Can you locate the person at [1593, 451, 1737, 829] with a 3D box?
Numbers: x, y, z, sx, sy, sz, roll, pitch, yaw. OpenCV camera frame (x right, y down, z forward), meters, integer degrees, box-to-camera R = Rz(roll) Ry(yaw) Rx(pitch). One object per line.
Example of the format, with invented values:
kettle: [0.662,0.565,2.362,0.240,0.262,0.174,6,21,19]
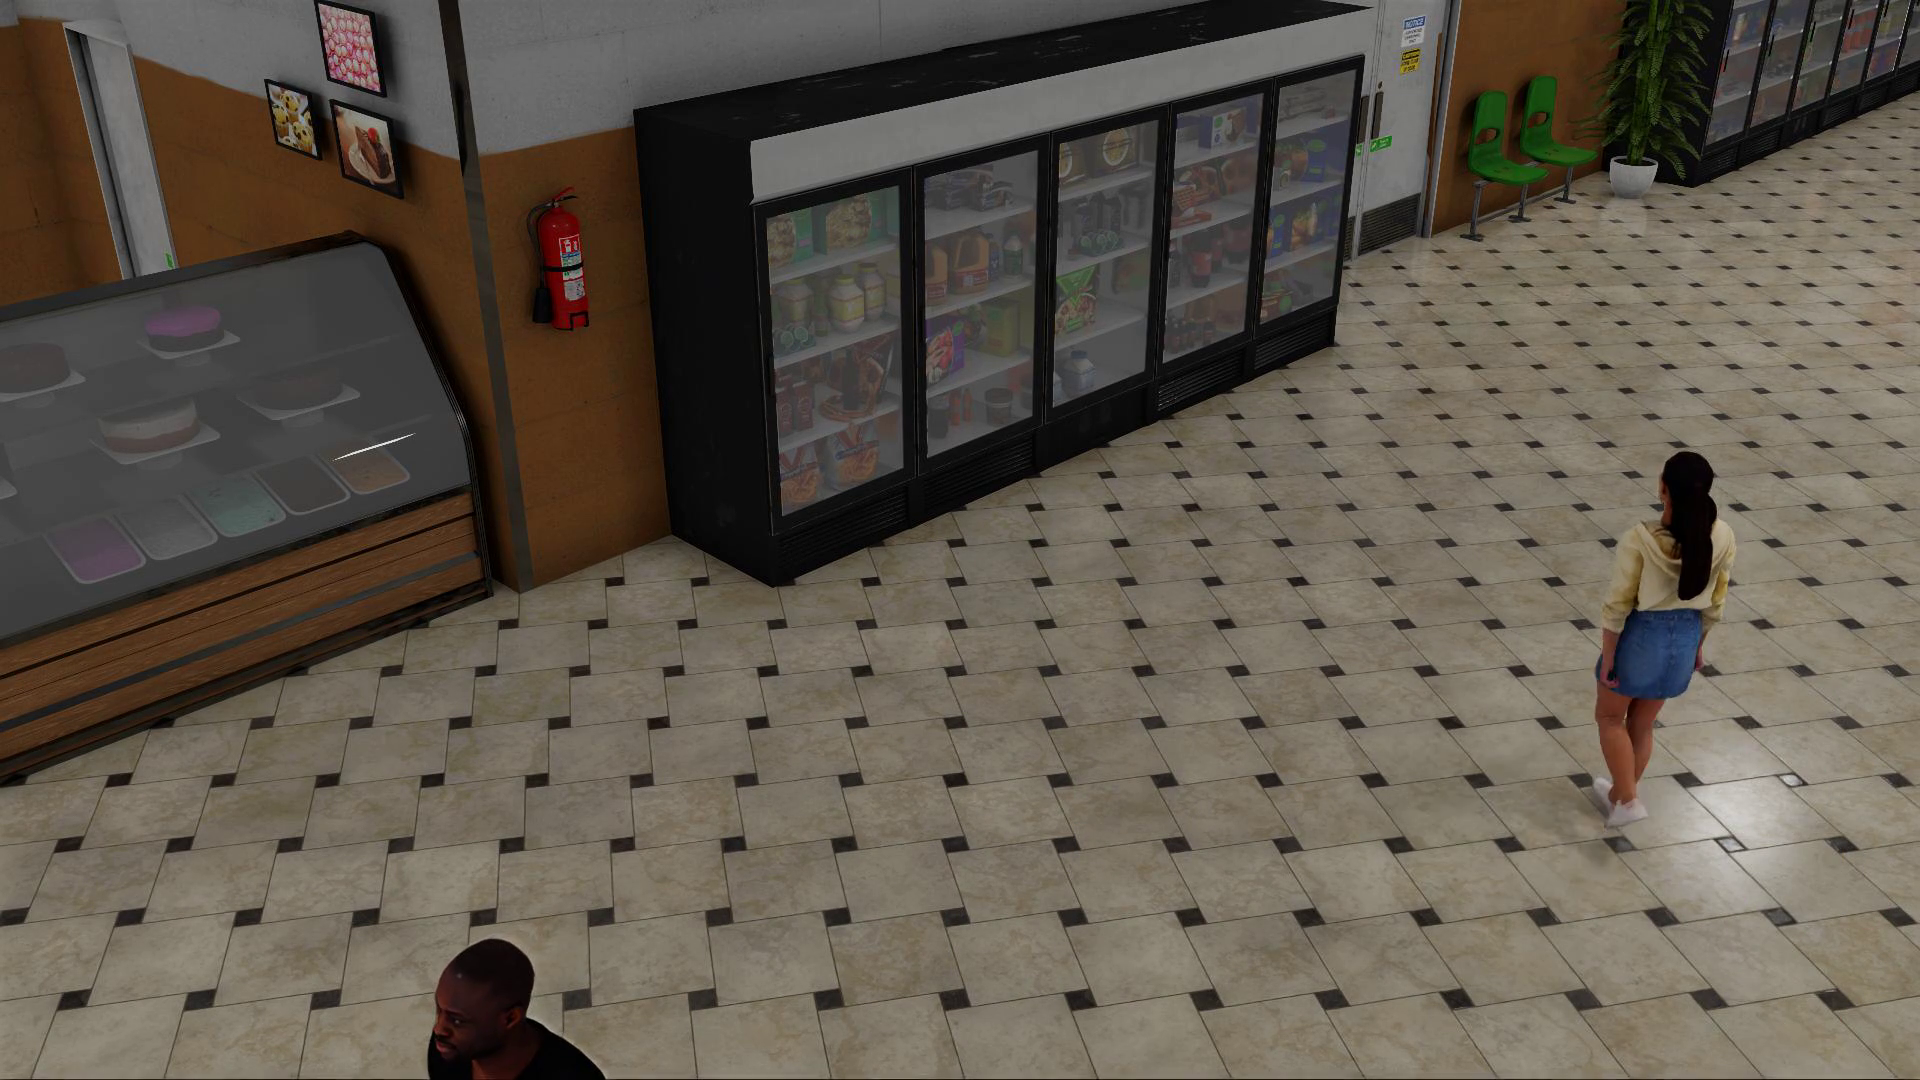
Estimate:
person: [2.668,0.451,6.347,0.878,1.620,0.938,0,27,0]

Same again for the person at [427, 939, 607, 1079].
person: [-0.960,1.636,3.792,0.555,1.819,0.767,17,31,30]
